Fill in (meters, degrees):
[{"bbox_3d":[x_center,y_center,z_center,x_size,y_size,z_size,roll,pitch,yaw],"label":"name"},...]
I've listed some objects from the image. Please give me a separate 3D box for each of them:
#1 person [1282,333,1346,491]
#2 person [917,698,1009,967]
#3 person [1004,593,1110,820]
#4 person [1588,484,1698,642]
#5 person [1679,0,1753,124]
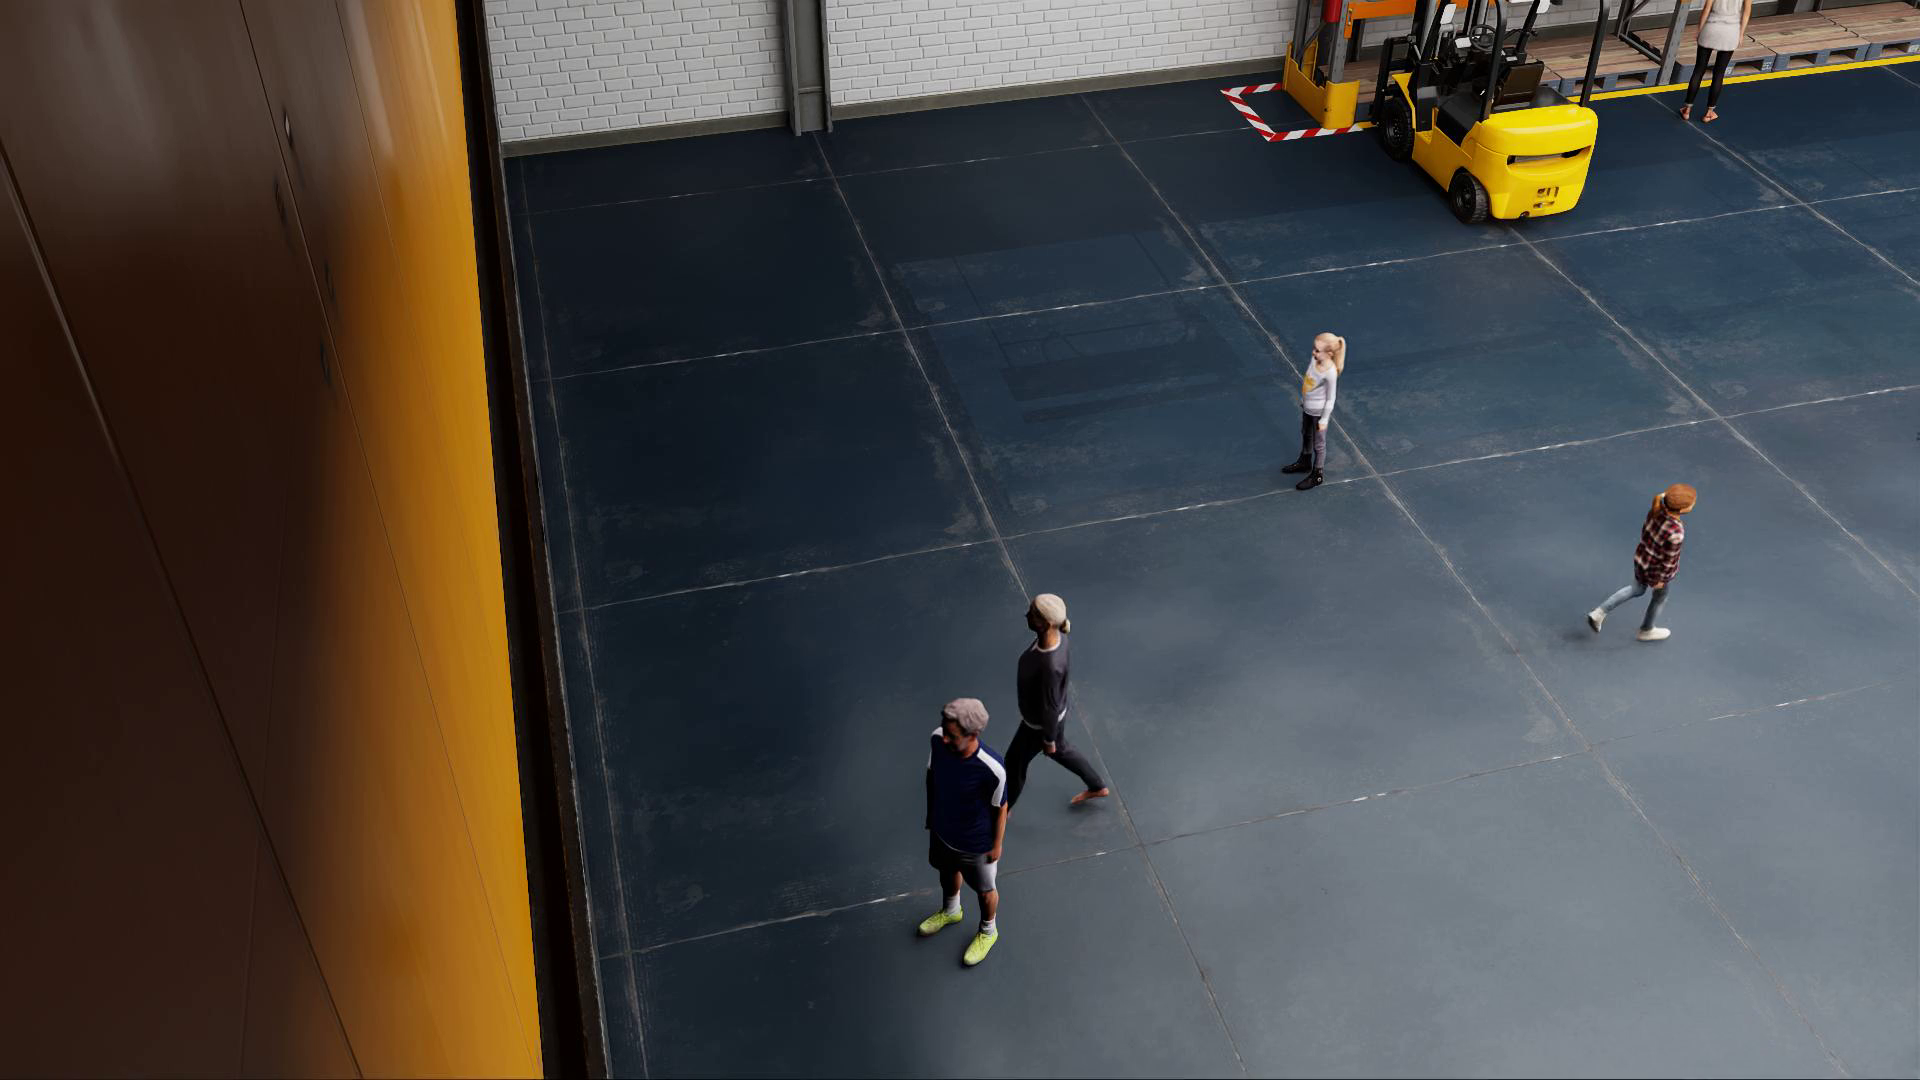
[{"bbox_3d":[2.638,-0.968,12.258,0.484,1.278,0.492,-11,40,-13],"label":"person"},{"bbox_3d":[0.026,1.502,8.717,0.722,1.837,0.746,27,46,29],"label":"person"},{"bbox_3d":[0.554,0.981,9.486,1.145,1.692,0.880,5,39,6],"label":"person"},{"bbox_3d":[4.473,0.159,10.839,0.813,1.286,0.552,-6,39,-7],"label":"person"},{"bbox_3d":[7.822,-5.205,17.124,0.674,1.826,0.752,17,41,20],"label":"person"}]
